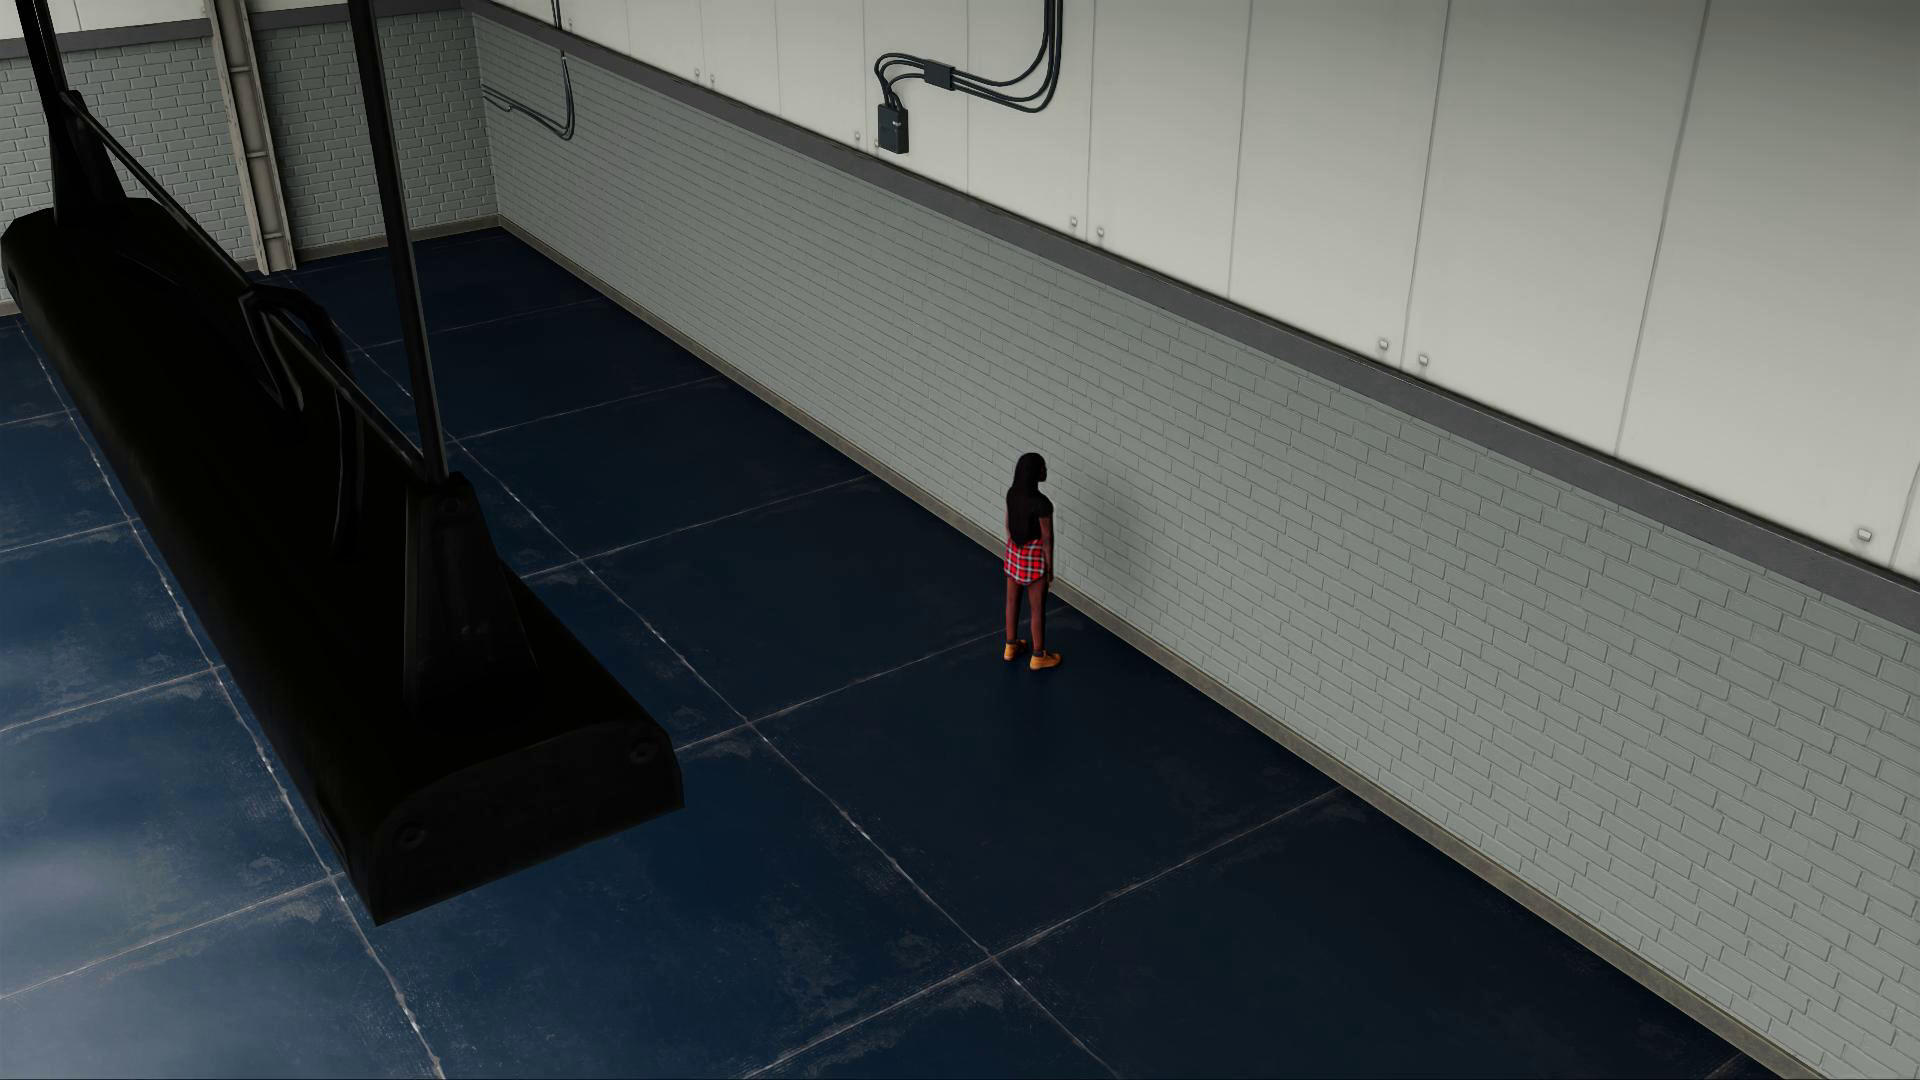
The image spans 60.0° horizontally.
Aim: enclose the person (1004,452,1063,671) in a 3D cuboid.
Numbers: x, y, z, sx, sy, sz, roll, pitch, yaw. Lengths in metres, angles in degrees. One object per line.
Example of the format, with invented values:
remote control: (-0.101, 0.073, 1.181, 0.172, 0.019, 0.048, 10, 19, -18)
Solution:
person: (0.510, 0.155, 12.410, 0.655, 1.726, 0.642, 25, 37, 38)
